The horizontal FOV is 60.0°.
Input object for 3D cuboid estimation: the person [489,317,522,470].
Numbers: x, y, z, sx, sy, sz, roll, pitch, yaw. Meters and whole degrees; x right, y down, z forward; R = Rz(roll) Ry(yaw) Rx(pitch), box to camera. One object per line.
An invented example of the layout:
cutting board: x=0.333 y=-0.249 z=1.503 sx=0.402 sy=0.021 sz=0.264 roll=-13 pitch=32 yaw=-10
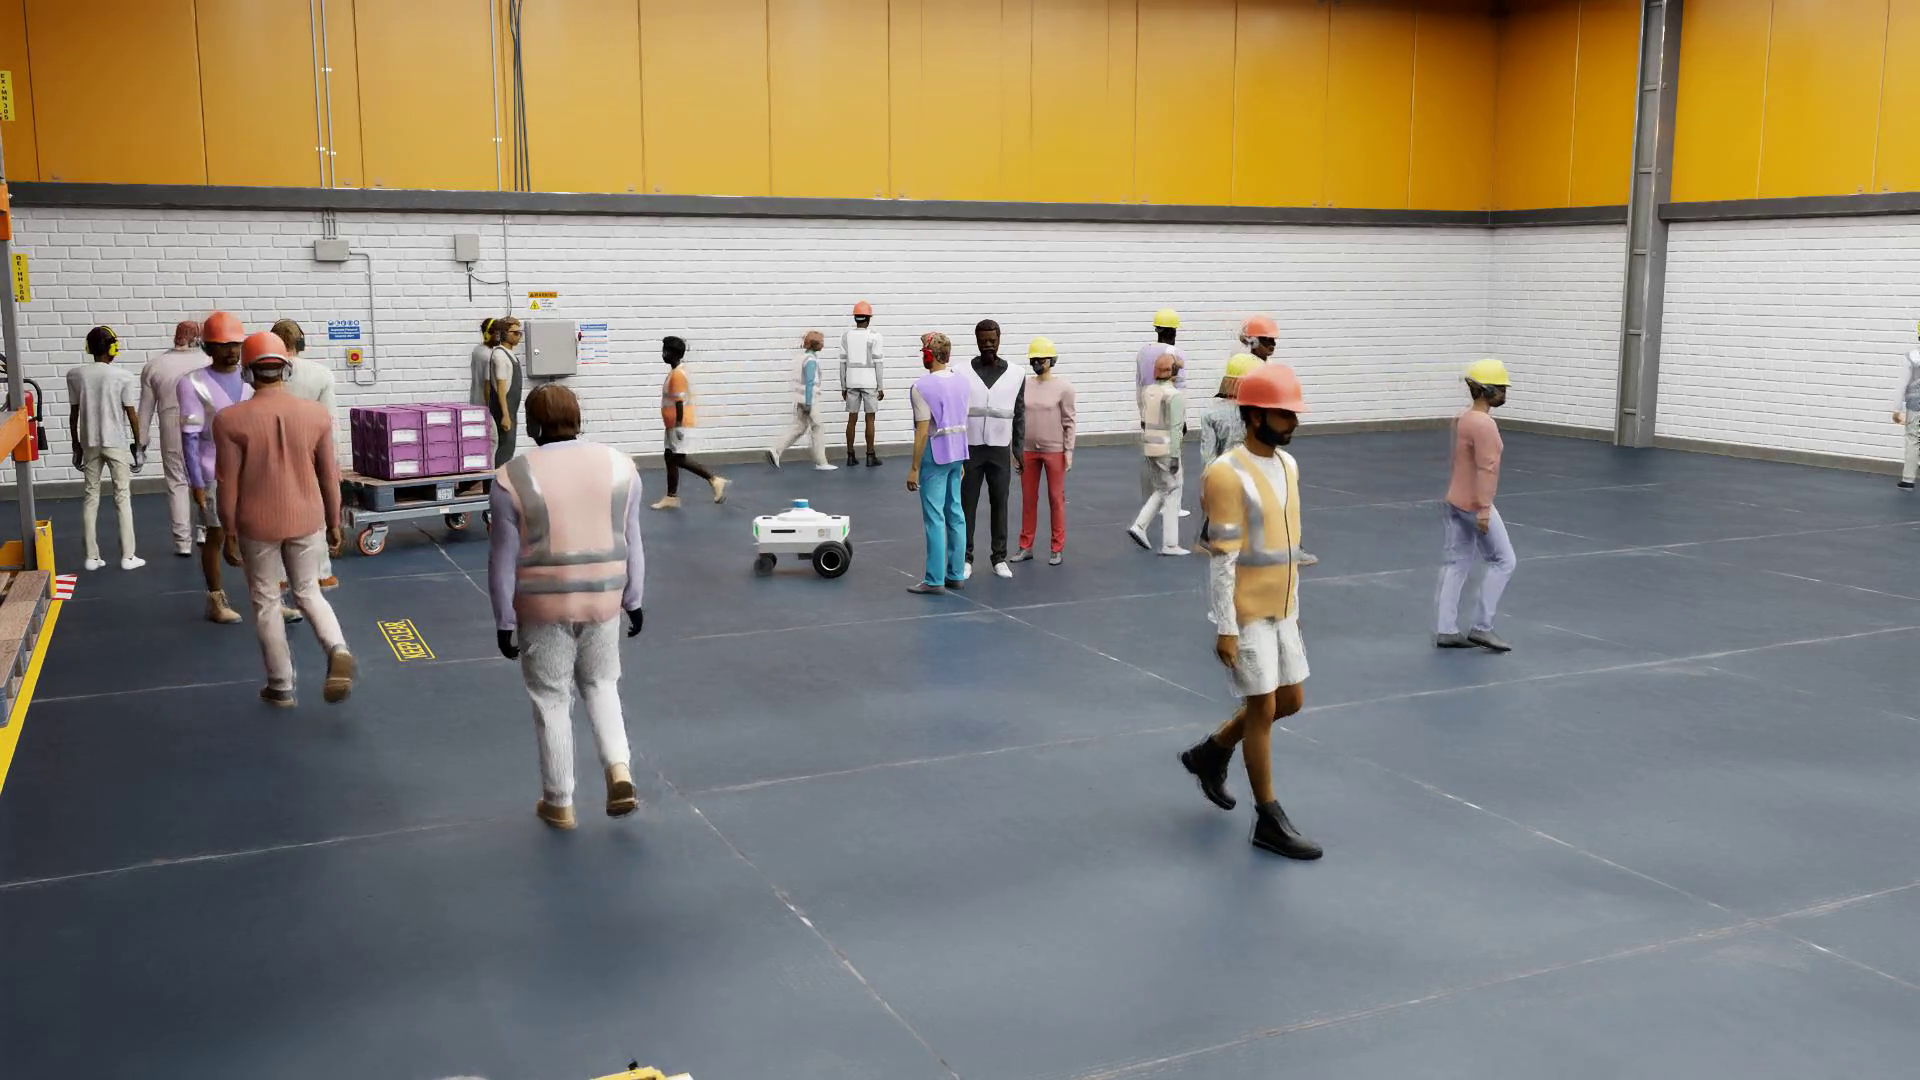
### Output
person: x=-4.315 y=-1.207 z=15.895 sx=0.345 sy=1.840 sz=0.505 roll=-1 pitch=9 yaw=-7

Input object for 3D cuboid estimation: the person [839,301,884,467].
person: x=-1.134 y=-1.818 z=19.415 sx=0.546 sy=1.928 sz=0.388 roll=4 pitch=10 yaw=21

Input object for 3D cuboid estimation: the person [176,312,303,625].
person: x=-4.557 y=-0.424 z=10.516 sx=0.922 sy=2.004 sz=0.633 roll=7 pitch=11 yaw=36

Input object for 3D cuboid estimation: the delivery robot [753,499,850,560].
delivery robot: x=-1.188 y=-0.062 z=12.474 sx=0.707 sy=0.478 sz=0.477 roll=0 pitch=9 yaw=-1

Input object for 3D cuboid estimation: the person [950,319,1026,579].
person: x=0.195 y=-0.671 z=12.335 sx=0.587 sy=1.917 sz=0.390 roll=-1 pitch=9 yaw=-5

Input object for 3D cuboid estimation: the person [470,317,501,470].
person: x=-4.807 y=-1.304 z=16.569 sx=0.751 sy=1.824 sz=0.590 roll=-7 pitch=12 yaw=-39

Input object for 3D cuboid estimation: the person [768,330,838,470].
person: x=-1.798 y=-1.578 z=18.880 sx=0.725 sy=1.610 sz=0.564 roll=-2 pitch=9 yaw=-13

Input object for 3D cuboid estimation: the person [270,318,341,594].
person: x=-4.689 y=-0.583 z=11.716 sx=0.636 sy=1.939 sz=0.364 roll=-2 pitch=9 yaw=-14

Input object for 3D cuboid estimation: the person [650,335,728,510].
person: x=-2.594 y=-1.106 z=15.791 sx=0.662 sy=1.678 sz=0.541 roll=-2 pitch=9 yaw=-12

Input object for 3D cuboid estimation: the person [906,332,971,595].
person: x=-0.140 y=-0.532 z=11.683 sx=0.390 sy=1.847 sz=0.563 roll=7 pitch=12 yaw=38

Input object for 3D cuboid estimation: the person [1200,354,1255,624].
person: x=1.783 y=-0.322 z=10.699 sx=0.487 sy=1.744 sz=0.312 roll=1 pitch=9 yaw=5

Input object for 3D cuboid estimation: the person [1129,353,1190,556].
person: x=1.623 y=-0.687 z=13.337 sx=0.440 sy=1.620 sz=0.530 roll=-4 pitch=10 yaw=-25

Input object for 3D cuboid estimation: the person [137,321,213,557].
person: x=-6.201 y=-0.815 z=13.342 sx=0.787 sy=1.869 sz=0.592 roll=-3 pitch=10 yaw=-18

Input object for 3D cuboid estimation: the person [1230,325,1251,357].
person: x=3.553 y=-1.854 z=20.569 sx=0.502 sy=1.627 sz=0.288 roll=8 pitch=12 yaw=42

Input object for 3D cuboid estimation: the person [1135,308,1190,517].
person: x=1.883 y=-1.173 z=15.416 sx=0.367 sy=1.928 sz=0.584 roll=-8 pitch=12 yaw=-40

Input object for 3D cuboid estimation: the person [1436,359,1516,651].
person: x=3.128 y=-0.201 z=9.913 sx=0.558 sy=1.743 sz=0.560 roll=0 pitch=9 yaw=-1

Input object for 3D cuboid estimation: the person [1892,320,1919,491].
person: x=9.933 y=-1.394 z=17.106 sx=0.636 sy=1.820 sz=0.459 roll=2 pitch=9 yaw=11

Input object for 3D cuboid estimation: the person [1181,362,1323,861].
person: x=1.159 y=0.257 z=6.551 sx=0.698 sy=1.921 sz=0.563 roll=9 pitch=13 yaw=43

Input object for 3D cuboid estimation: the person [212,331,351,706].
person: x=-3.437 y=-0.079 z=8.496 sx=0.625 sy=1.966 sz=0.733 roll=-8 pitch=12 yaw=-42

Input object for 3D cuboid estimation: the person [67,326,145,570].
person: x=-6.503 y=-0.692 z=12.676 sx=0.513 sy=1.852 sz=0.357 roll=-1 pitch=9 yaw=-6

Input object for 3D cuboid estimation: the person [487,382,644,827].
person: x=-1.576 y=0.279 z=6.709 sx=0.647 sy=1.829 sz=0.488 roll=-6 pitch=11 yaw=-32

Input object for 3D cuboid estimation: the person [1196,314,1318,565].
person: x=2.299 y=-0.788 z=12.988 sx=0.999 sy=1.945 sz=0.636 roll=9 pitch=13 yaw=44

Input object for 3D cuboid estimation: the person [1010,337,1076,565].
person: x=0.638 y=-0.685 z=12.880 sx=0.525 sy=1.769 sz=0.327 roll=5 pitch=10 yaw=26

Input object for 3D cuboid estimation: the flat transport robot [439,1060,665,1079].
flat transport robot: x=-0.774 y=1.538 z=3.717 sx=0.652 sy=0.197 sz=1.431 roll=-5 pitch=10 yaw=-27
